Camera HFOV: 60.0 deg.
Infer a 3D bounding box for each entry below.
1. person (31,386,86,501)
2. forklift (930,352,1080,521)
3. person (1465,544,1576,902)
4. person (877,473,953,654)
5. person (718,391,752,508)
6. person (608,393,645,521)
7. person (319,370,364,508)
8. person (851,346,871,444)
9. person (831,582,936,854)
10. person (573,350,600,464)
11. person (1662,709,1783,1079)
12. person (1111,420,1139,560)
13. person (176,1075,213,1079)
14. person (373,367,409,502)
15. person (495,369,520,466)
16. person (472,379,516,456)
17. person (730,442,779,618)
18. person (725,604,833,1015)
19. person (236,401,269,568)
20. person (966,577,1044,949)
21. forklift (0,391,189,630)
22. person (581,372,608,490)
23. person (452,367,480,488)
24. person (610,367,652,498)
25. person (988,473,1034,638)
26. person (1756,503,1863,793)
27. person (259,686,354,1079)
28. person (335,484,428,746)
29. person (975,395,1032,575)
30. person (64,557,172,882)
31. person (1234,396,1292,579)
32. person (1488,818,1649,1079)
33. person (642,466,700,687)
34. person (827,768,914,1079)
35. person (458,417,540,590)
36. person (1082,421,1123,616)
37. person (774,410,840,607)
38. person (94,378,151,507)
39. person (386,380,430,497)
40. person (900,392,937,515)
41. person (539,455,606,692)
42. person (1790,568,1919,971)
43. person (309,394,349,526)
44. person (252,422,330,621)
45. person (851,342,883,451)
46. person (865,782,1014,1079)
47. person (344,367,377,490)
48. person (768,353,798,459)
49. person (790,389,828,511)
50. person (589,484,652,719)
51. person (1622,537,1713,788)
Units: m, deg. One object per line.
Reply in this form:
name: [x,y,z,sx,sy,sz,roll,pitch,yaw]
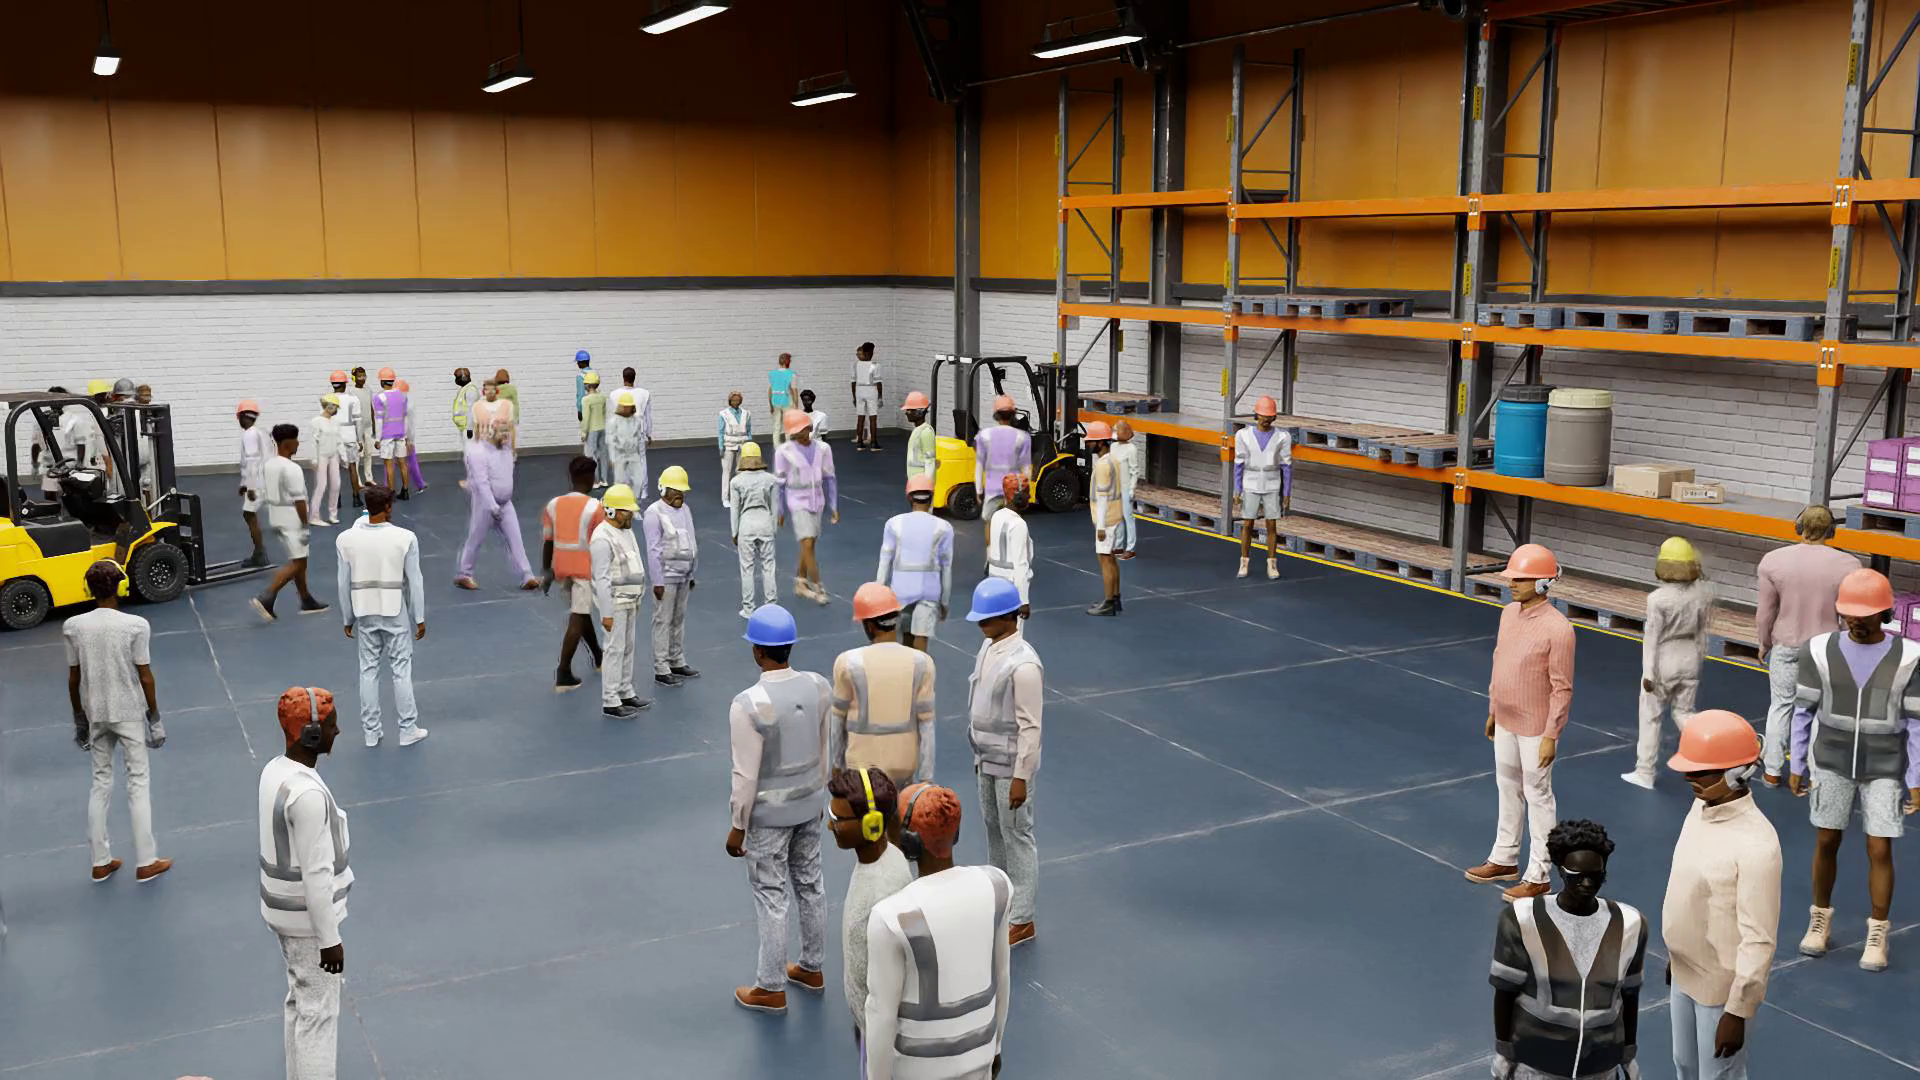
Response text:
person: [-11.070,-0.919,20.409,0.655,1.949,0.464,-1,10,-5]
forklift: [0.460,-1.461,22.833,2.313,2.155,1.214,-5,11,-28]
person: [3.128,1.003,9.220,0.375,1.995,0.611,-3,10,-18]
person: [-0.369,0.423,12.996,0.622,1.855,1.026,1,10,7]
person: [-3.156,-1.276,23.372,0.520,1.636,0.312,-7,12,-34]
person: [-4.417,-1.088,22.052,0.493,1.726,0.482,-6,12,-31]
person: [-8.653,-1.411,23.287,0.551,1.933,0.365,-3,10,-17]
person: [-1.793,-2.703,31.005,0.504,1.840,0.345,10,14,44]
person: [-0.384,1.160,8.683,0.534,1.886,0.964,-3,10,-19]
person: [-6.254,-2.213,27.907,0.417,1.939,0.605,3,10,19]
person: [2.687,1.571,5.977,0.388,1.987,0.608,0,10,2]
person: [1.896,-0.589,19.422,0.279,1.632,0.502,-5,11,-28]
person: [-1.545,2.038,3.518,0.410,1.909,0.642,3,10,16]
person: [-8.156,-1.508,23.830,0.348,1.943,0.542,7,12,35]
person: [-7.624,-2.033,27.805,0.525,1.638,0.408,0,10,-1]
person: [-6.506,-1.353,23.269,0.575,1.828,0.740,-2,10,-12]
person: [-2.018,-0.096,16.333,0.485,1.729,0.375,-3,10,-16]
person: [-0.855,1.263,7.857,0.389,1.949,0.603,8,13,39]
person: [-8.086,-0.641,19.038,0.390,1.882,0.611,-3,10,-15]
person: [0.220,1.139,8.599,0.398,1.939,0.602,-4,11,-21]
forklift: [-9.026,-0.363,16.508,1.214,2.155,2.313,6,11,29]
person: [-5.528,-1.644,25.108,0.300,1.772,0.525,5,11,25]
person: [-7.519,-1.720,25.387,0.429,1.830,0.638,-5,11,-26]
person: [-4.761,-1.544,24.111,0.596,1.915,0.380,-4,10,-20]
person: [0.396,0.410,12.989,0.351,1.878,0.568,-3,10,-15]
person: [5.606,0.718,11.025,0.632,1.940,0.372,6,12,32]
person: [-2.601,1.507,6.672,0.361,1.878,0.583,-6,12,-33]
person: [-4.188,0.551,12.065,0.594,1.910,0.384,0,10,-1]
person: [0.474,-0.561,18.135,0.627,2.029,0.579,1,10,7]
person: [-4.813,1.026,9.494,0.514,1.861,0.340,0,10,3]
person: [3.307,-0.565,18.178,0.622,2.030,0.449,2,10,10]
person: [2.066,1.764,5.691,0.530,1.697,0.321,0,10,2]
person: [-2.378,0.291,13.811,0.404,1.825,0.587,4,11,20]
person: [-0.293,1.680,5.729,0.323,1.857,0.515,-1,10,-8]
person: [-4.910,-0.366,17.537,1.027,1.849,0.641,5,11,27]
person: [1.398,-0.212,16.429,0.409,1.928,0.544,2,10,13]
person: [-1.505,-0.320,16.867,0.604,1.983,0.866,-7,12,-36]
person: [-10.326,-1.012,20.689,0.536,2.000,0.684,5,11,29]
person: [-8.195,-1.489,24.427,0.574,1.696,0.932,2,10,12]
person: [-0.460,-0.620,18.425,0.392,2.041,0.615,-2,10,-13]
person: [-3.125,0.248,13.818,0.603,1.906,0.974,5,11,28]
person: [4.502,1.137,8.360,0.617,2.030,0.409,7,12,35]
person: [-8.340,-1.053,21.882,0.344,1.717,0.578,3,10,19]
person: [-6.560,-0.180,16.183,0.614,1.939,0.812,8,13,40]
person: [-1.666,-2.589,29.979,0.614,1.963,0.362,4,11,23]
person: [-0.065,1.715,5.481,0.573,1.876,0.354,-8,13,-39]
person: [-9.025,-1.687,25.116,0.331,1.859,0.505,6,11,30]
person: [-3.042,-2.295,28.639,0.570,1.842,0.372,5,11,26]
person: [-2.092,-1.229,22.932,0.535,1.697,0.318,0,10,-1]
person: [-2.625,0.470,12.809,0.403,1.817,0.601,1,10,8]
person: [4.723,0.841,10.933,0.503,1.722,0.614,-2,10,-14]
